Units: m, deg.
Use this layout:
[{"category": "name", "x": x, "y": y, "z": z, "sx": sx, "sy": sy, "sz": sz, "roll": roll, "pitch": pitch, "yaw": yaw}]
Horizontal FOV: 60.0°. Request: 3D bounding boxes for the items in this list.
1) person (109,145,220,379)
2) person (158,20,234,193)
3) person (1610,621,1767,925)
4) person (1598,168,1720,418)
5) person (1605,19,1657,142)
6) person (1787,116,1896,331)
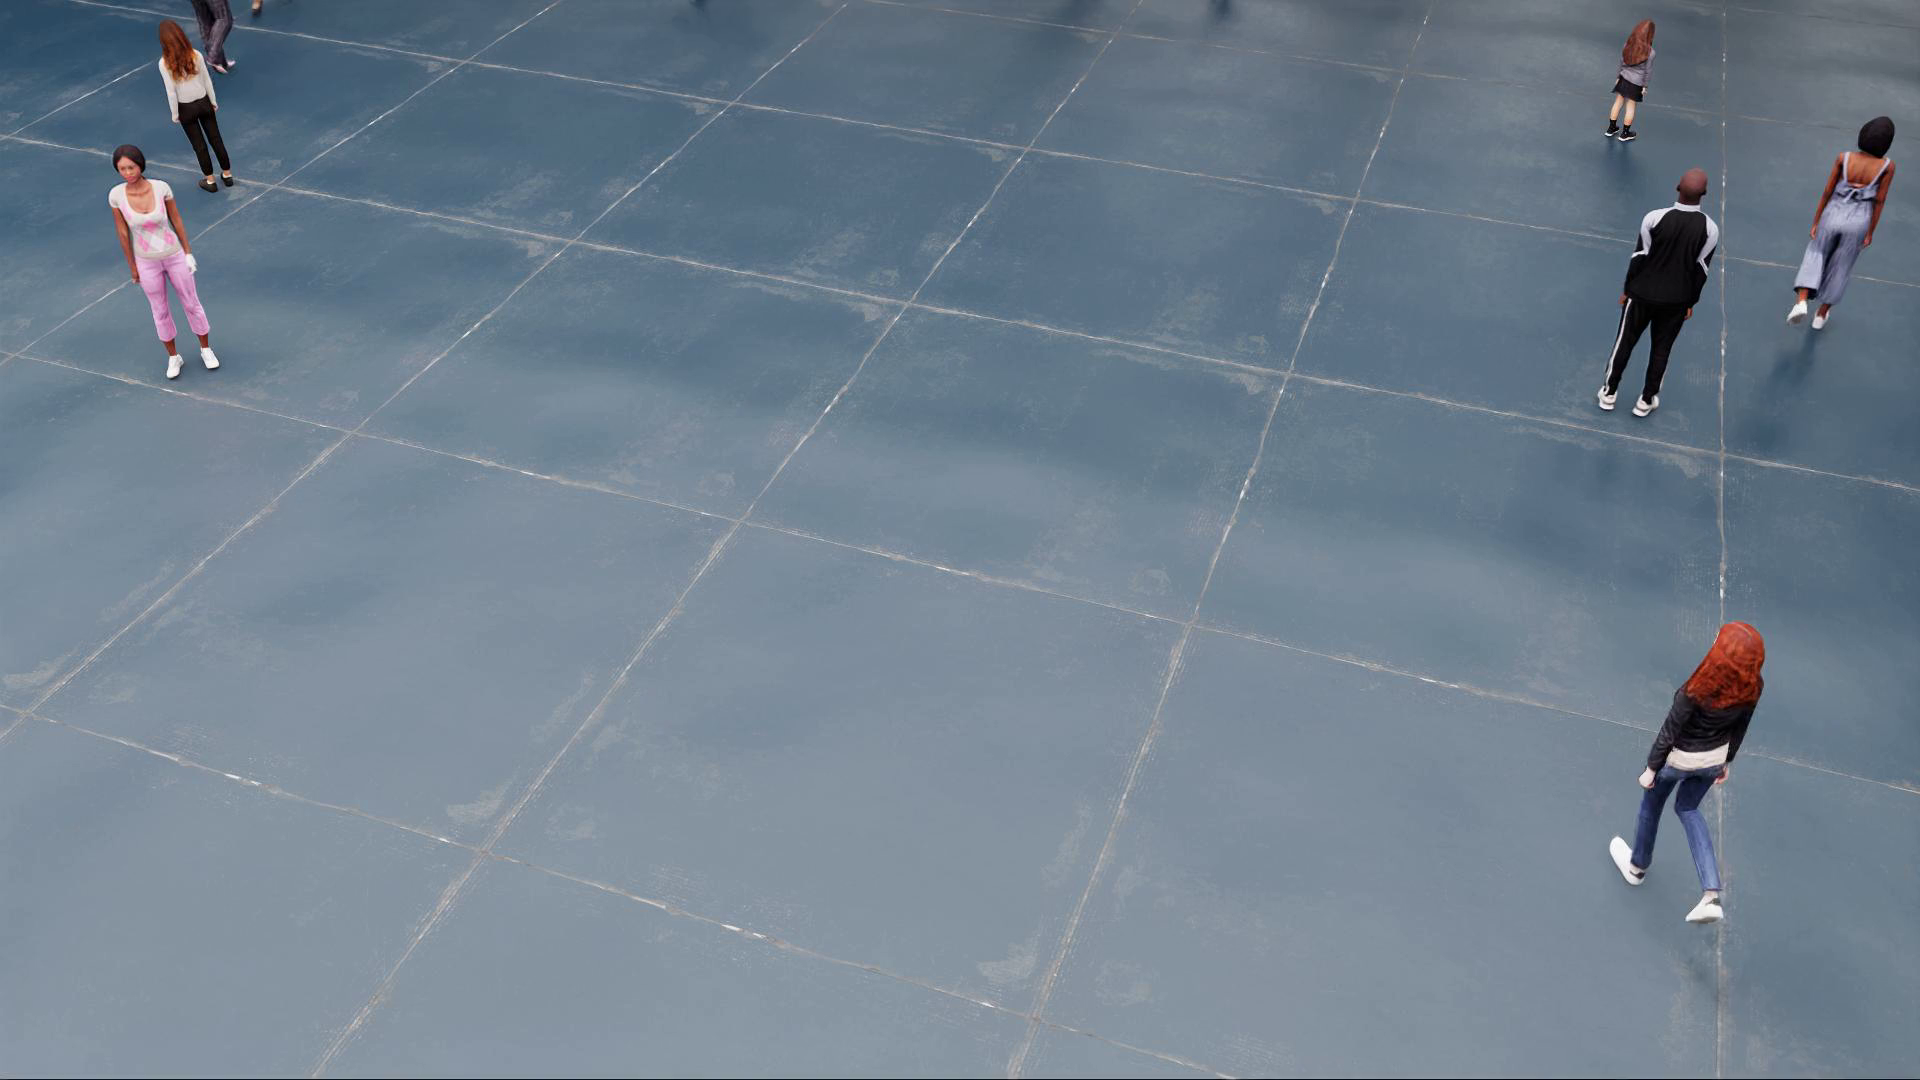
[{"category": "person", "x": -5.648, "y": -1.975, "z": 11.770, "sx": 0.650, "sy": 1.741, "sz": 0.709, "roll": -16, "pitch": 41, "yaw": -19}, {"category": "person", "x": -6.523, "y": -3.697, "z": 14.180, "sx": 0.563, "sy": 1.484, "sz": 0.678, "roll": -30, "pitch": 47, "yaw": -33}, {"category": "person", "x": 3.456, "y": 1.122, "z": 7.787, "sx": 0.891, "sy": 1.772, "sz": 1.063, "roll": -7, "pitch": 39, "yaw": -9}, {"category": "person", "x": 4.764, "y": -1.678, "z": 11.322, "sx": 0.653, "sy": 1.826, "sz": 0.535, "roll": 15, "pitch": 40, "yaw": 18}, {"category": "person", "x": 6.117, "y": -4.200, "z": 15.130, "sx": 0.564, "sy": 1.106, "sz": 0.534, "roll": -26, "pitch": 45, "yaw": -29}, {"category": "person", "x": 6.470, "y": -2.268, "z": 12.191, "sx": 0.668, "sy": 1.684, "sz": 0.865, "roll": 21, "pitch": 43, "yaw": 25}]
